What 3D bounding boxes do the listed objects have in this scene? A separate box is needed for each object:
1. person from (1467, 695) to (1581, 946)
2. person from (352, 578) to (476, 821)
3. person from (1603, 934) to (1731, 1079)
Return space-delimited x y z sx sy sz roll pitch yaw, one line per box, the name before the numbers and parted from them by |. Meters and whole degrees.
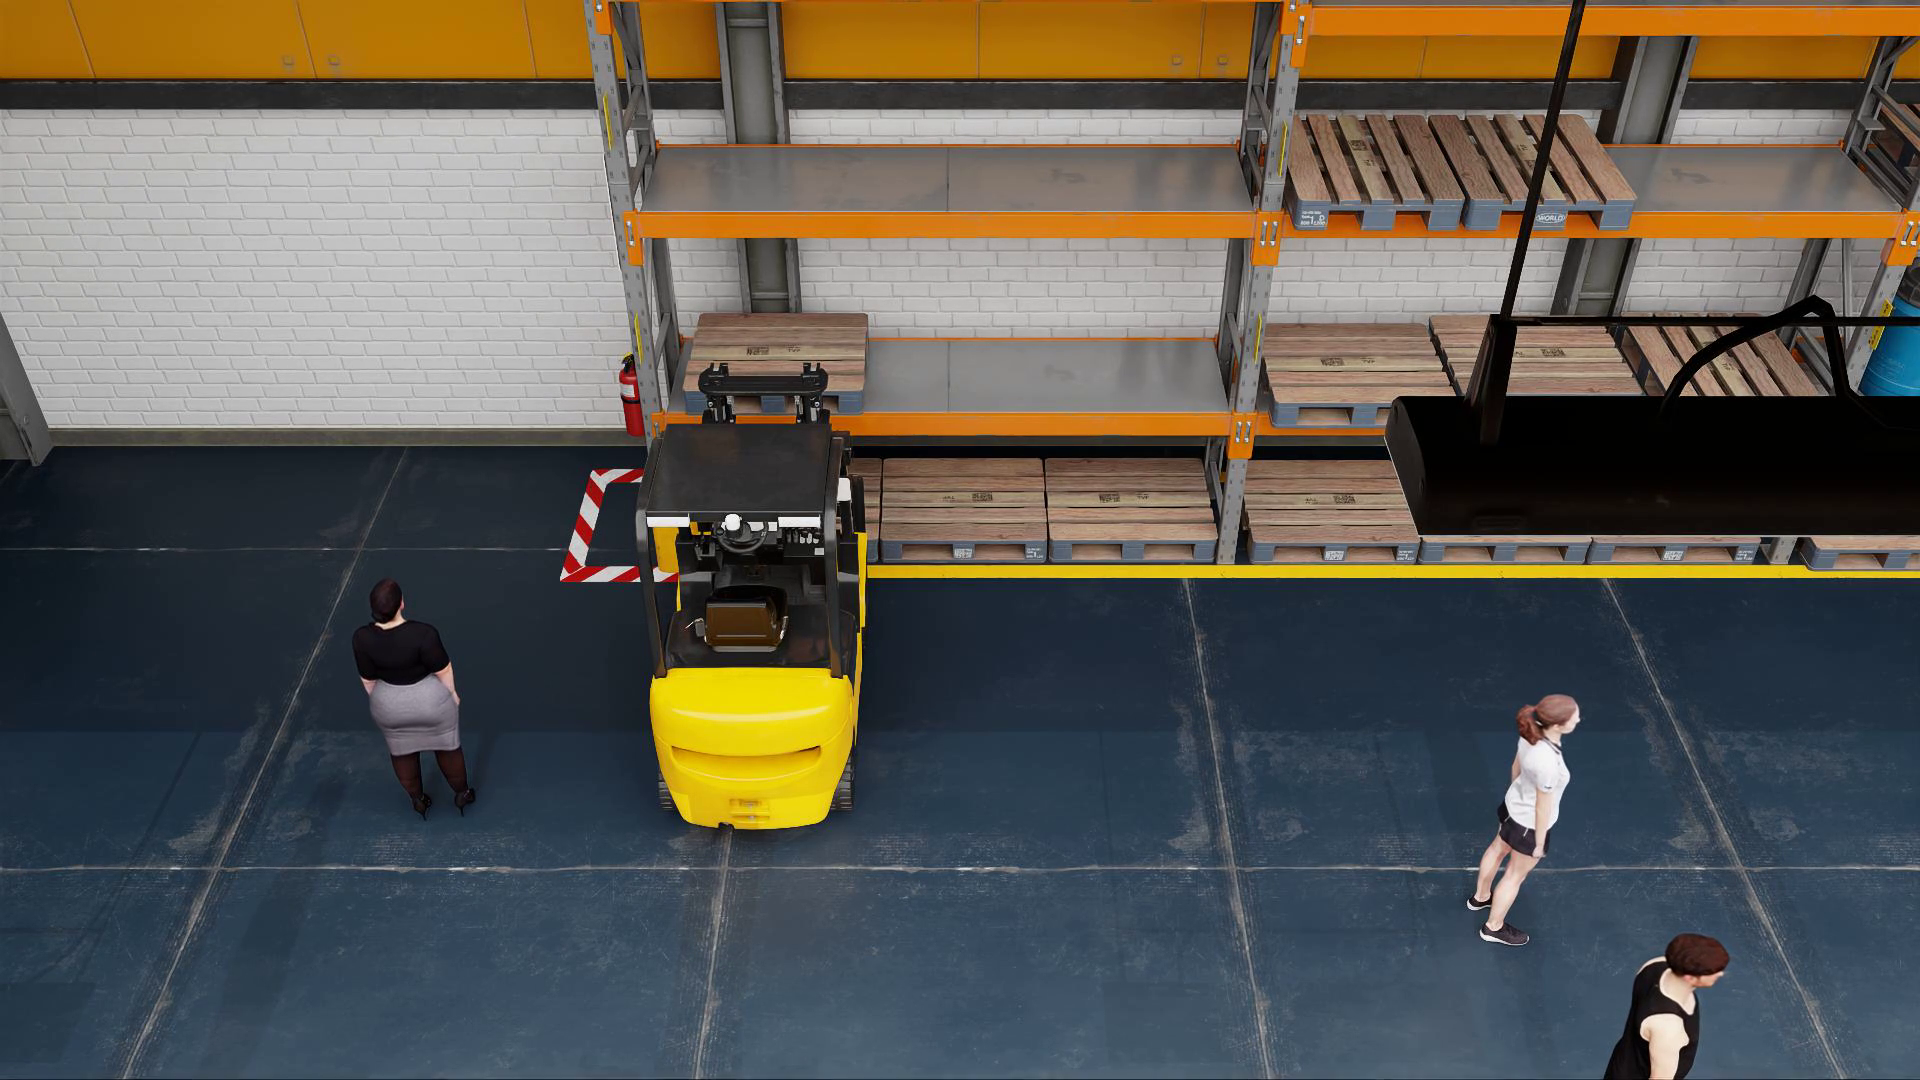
person | 3.043 1.490 8.967 0.560 1.752 0.560 -2 39 -3
person | -3.169 0.944 9.646 0.572 1.759 0.748 -3 39 -4
person | 3.148 2.450 7.653 0.658 1.892 0.721 7 39 9
